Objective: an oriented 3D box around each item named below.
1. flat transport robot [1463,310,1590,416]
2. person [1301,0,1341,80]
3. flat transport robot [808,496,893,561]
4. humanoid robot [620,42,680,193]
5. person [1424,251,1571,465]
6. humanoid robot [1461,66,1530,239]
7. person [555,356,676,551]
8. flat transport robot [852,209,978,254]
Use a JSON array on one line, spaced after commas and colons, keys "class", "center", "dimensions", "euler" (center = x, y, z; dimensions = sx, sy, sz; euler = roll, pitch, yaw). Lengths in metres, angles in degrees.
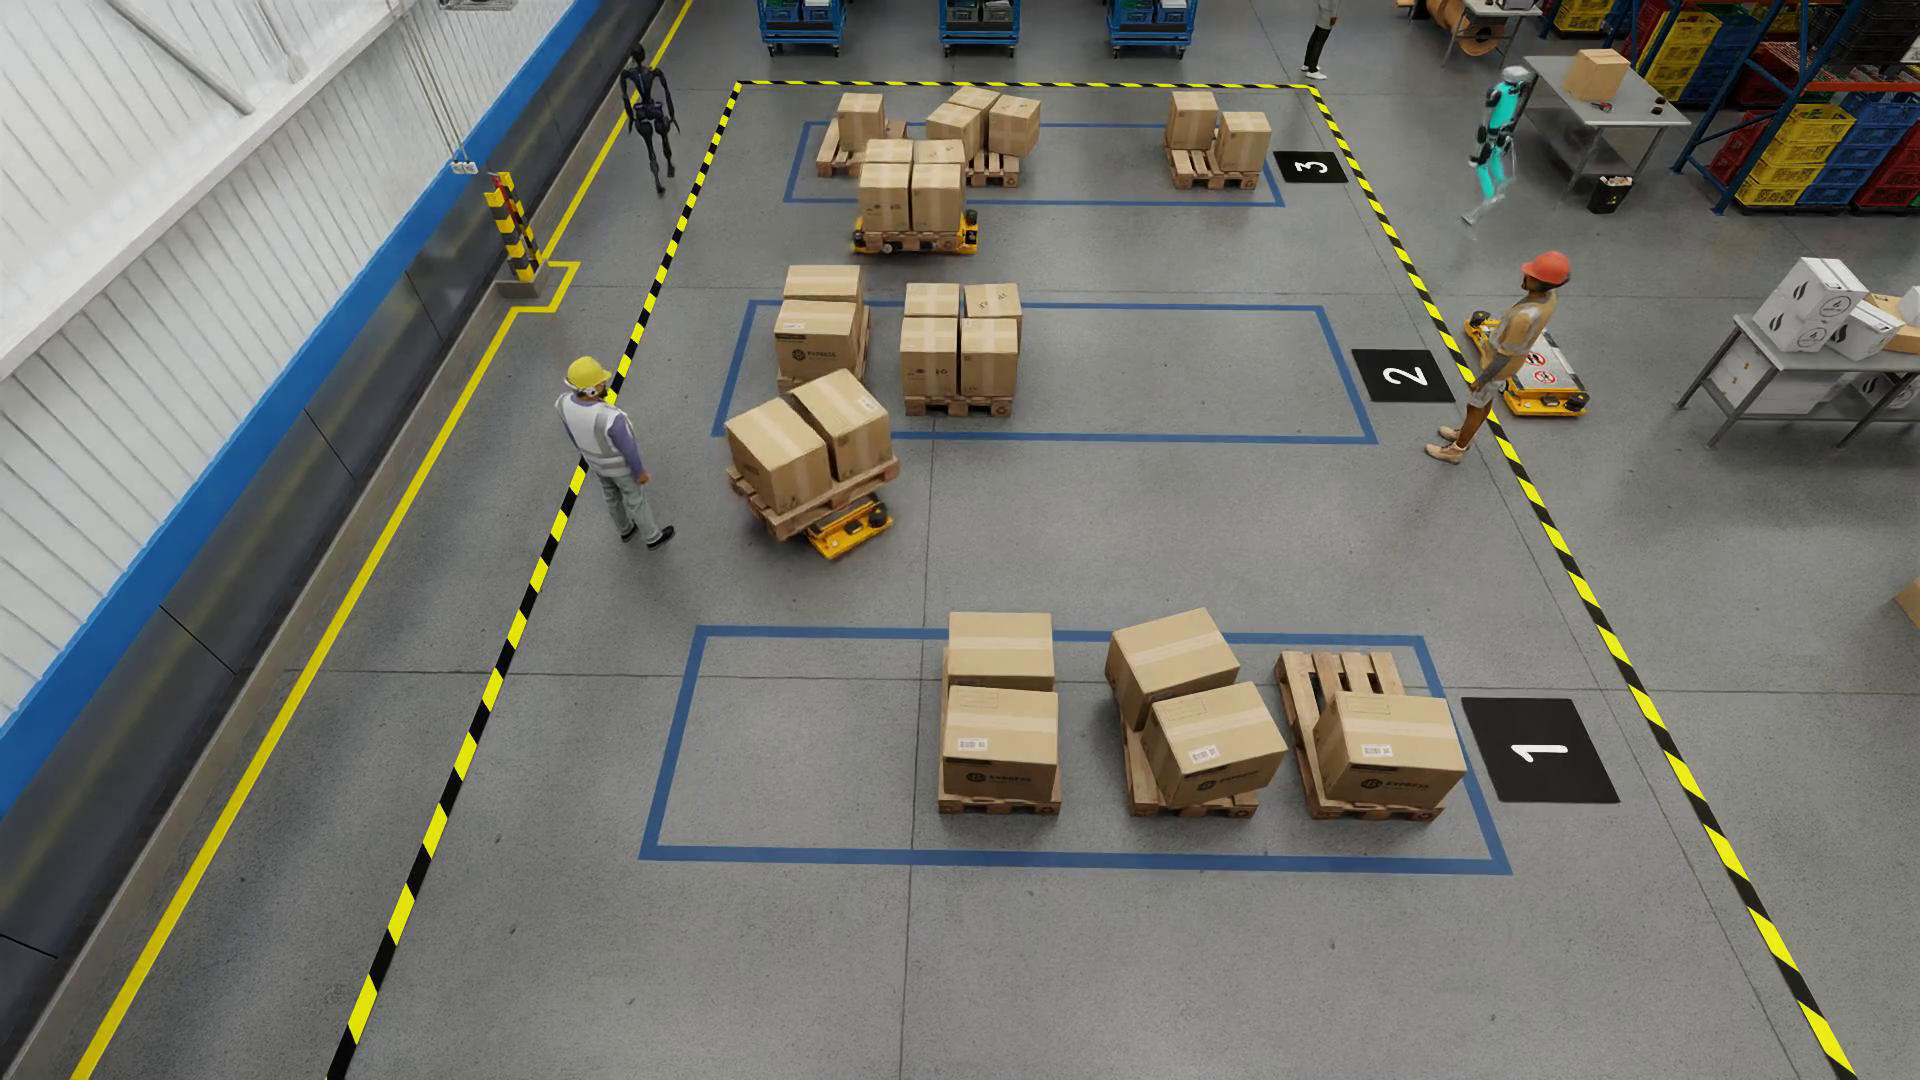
[{"class": "flat transport robot", "center": [5.573, -1.757, 9.054], "dimensions": [0.659, 0.231, 1.431], "euler": [1, 49, 1]}, {"class": "person", "center": [5.295, -7.594, 13.060], "dimensions": [0.382, 1.852, 0.586], "euler": [1, 49, 1]}, {"class": "flat transport robot", "center": [-1.258, -0.458, 7.912], "dimensions": [0.652, 0.197, 1.431], "euler": [-31, 56, -24]}, {"class": "humanoid robot", "center": [-3.713, -5.051, 11.009], "dimensions": [0.608, 1.645, 0.739], "euler": [-7, 50, -6]}, {"class": "person", "center": [4.479, -1.485, 7.644], "dimensions": [0.366, 2.047, 0.606], "euler": [35, 57, 26]}, {"class": "humanoid robot", "center": [6.056, -4.250, 10.248], "dimensions": [0.562, 1.787, 0.794], "euler": [-26, 54, -21]}, {"class": "person", "center": [-2.661, -0.632, 7.050], "dimensions": [0.589, 1.824, 0.404], "euler": [20, 52, 17]}, {"class": "flat transport robot", "center": [-0.508, -3.589, 10.621], "dimensions": [1.431, 0.197, 0.652], "euler": [1, 49, 1]}]
